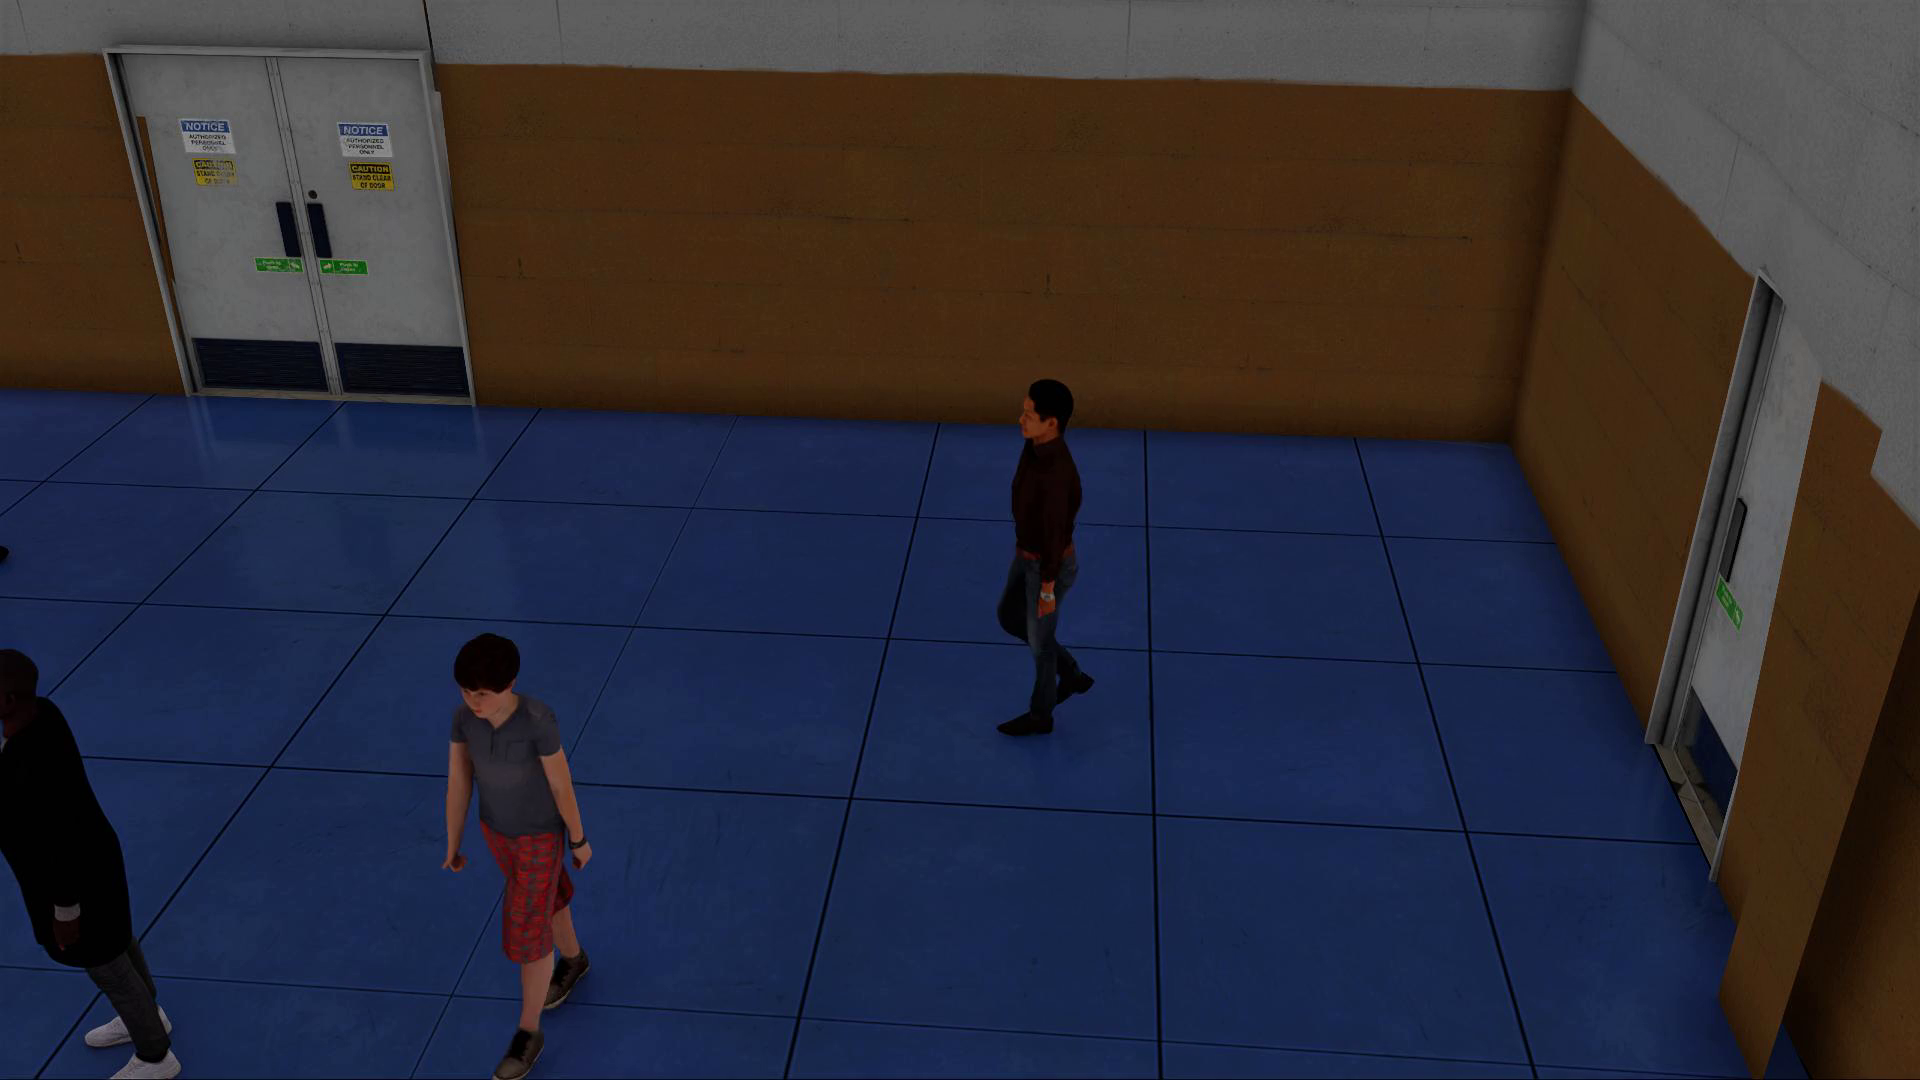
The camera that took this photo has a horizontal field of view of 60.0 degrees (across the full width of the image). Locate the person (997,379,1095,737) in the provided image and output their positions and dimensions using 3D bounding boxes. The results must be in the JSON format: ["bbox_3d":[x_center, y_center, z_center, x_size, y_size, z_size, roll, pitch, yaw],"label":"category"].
[{"bbox_3d":[0.453,0.099,7.398,0.822,1.775,0.736,-5,29,-9],"label":"person"}]

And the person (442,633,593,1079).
[{"bbox_3d":[-1.490,0.994,5.896,0.789,1.630,1.001,11,31,20],"label":"person"}]

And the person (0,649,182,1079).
[{"bbox_3d":[-2.944,1.107,5.564,0.787,1.763,0.671,-12,31,-22],"label":"person"}]
